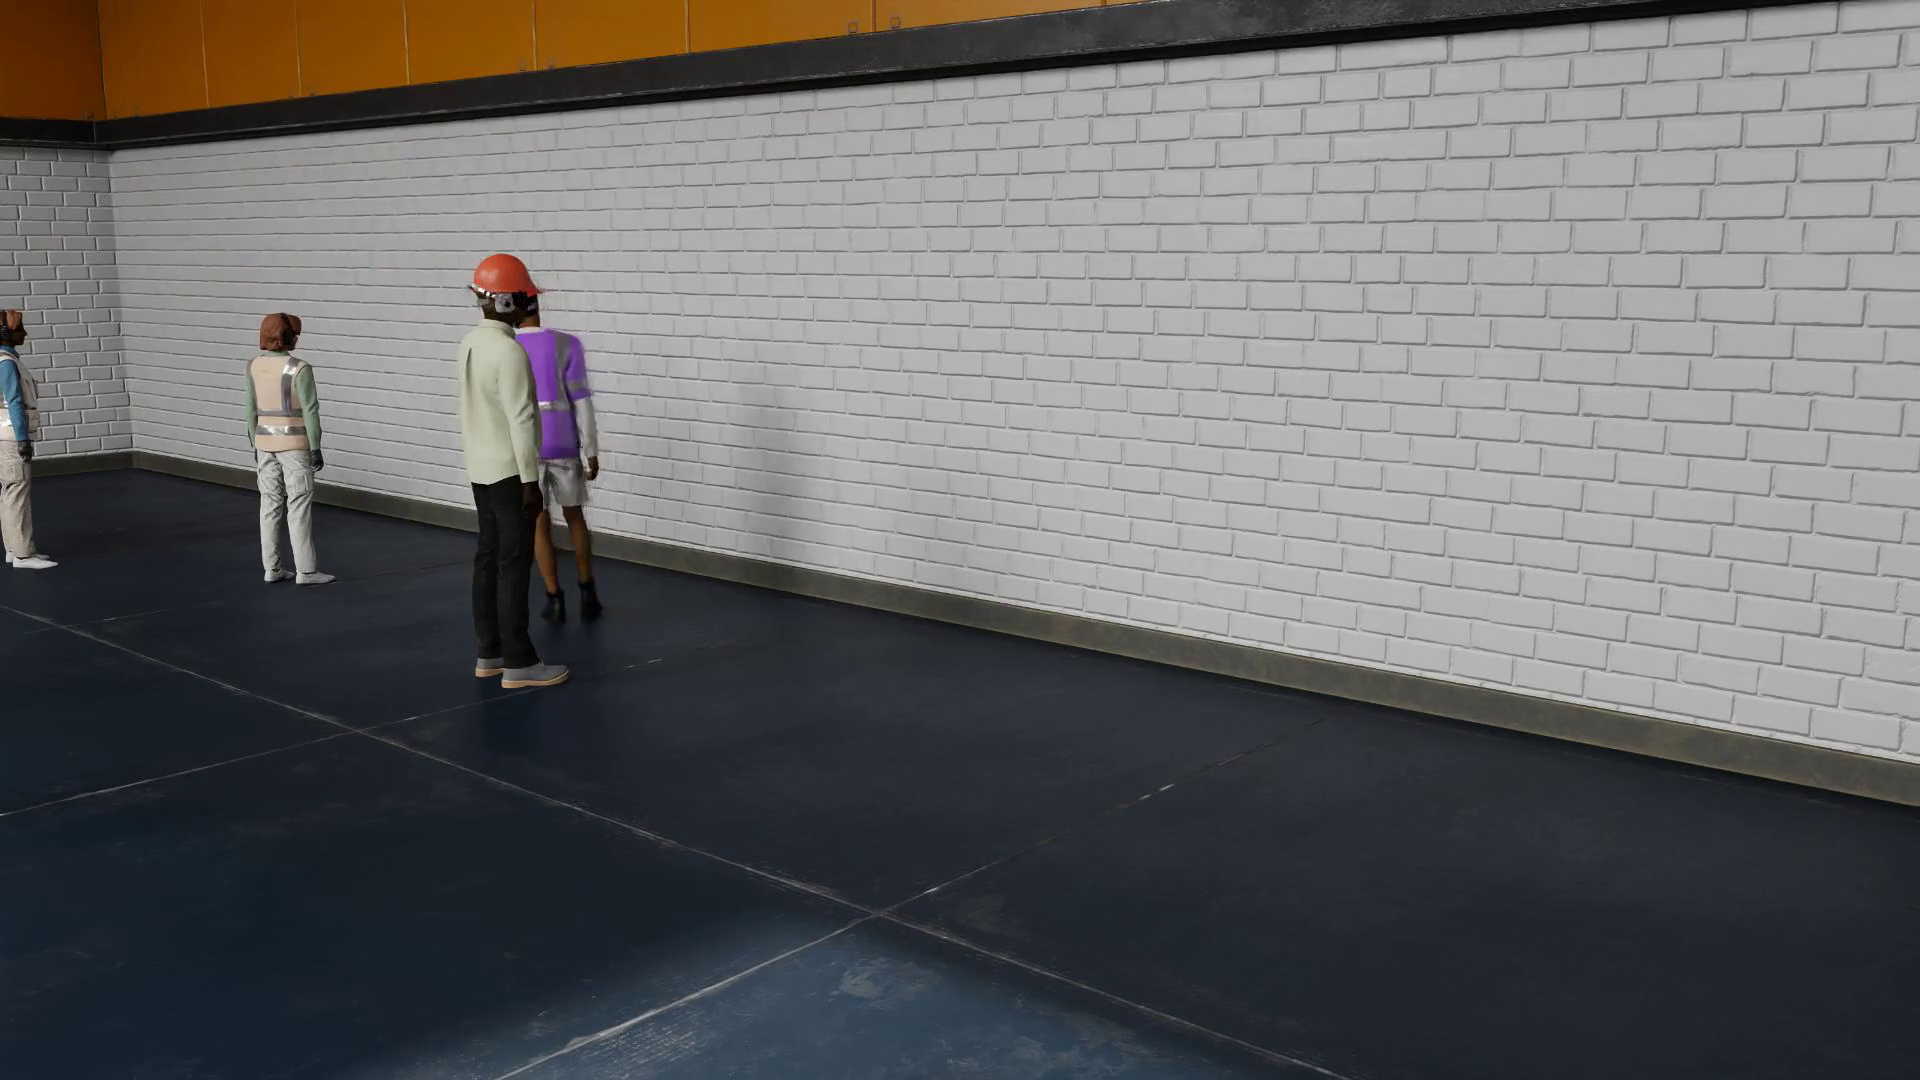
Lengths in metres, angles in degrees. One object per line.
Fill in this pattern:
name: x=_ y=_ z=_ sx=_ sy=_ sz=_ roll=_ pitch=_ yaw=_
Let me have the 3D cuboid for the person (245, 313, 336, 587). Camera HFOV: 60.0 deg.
person: x=-4.046 y=-0.538 z=9.986 sx=0.523 sy=1.638 sz=0.310 roll=4 pitch=11 yaw=22

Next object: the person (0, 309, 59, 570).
person: x=-5.972 y=-0.631 z=10.515 sx=0.307 sy=1.641 sz=0.514 roll=-7 pitch=12 yaw=-36

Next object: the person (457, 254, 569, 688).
person: x=-2.097 y=-0.316 z=7.710 sx=0.384 sy=1.993 sz=0.622 roll=-8 pitch=13 yaw=-38

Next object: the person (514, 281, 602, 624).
person: x=-2.273 y=-0.497 z=9.019 sx=0.591 sy=1.898 sz=0.468 roll=-2 pitch=10 yaw=-13
